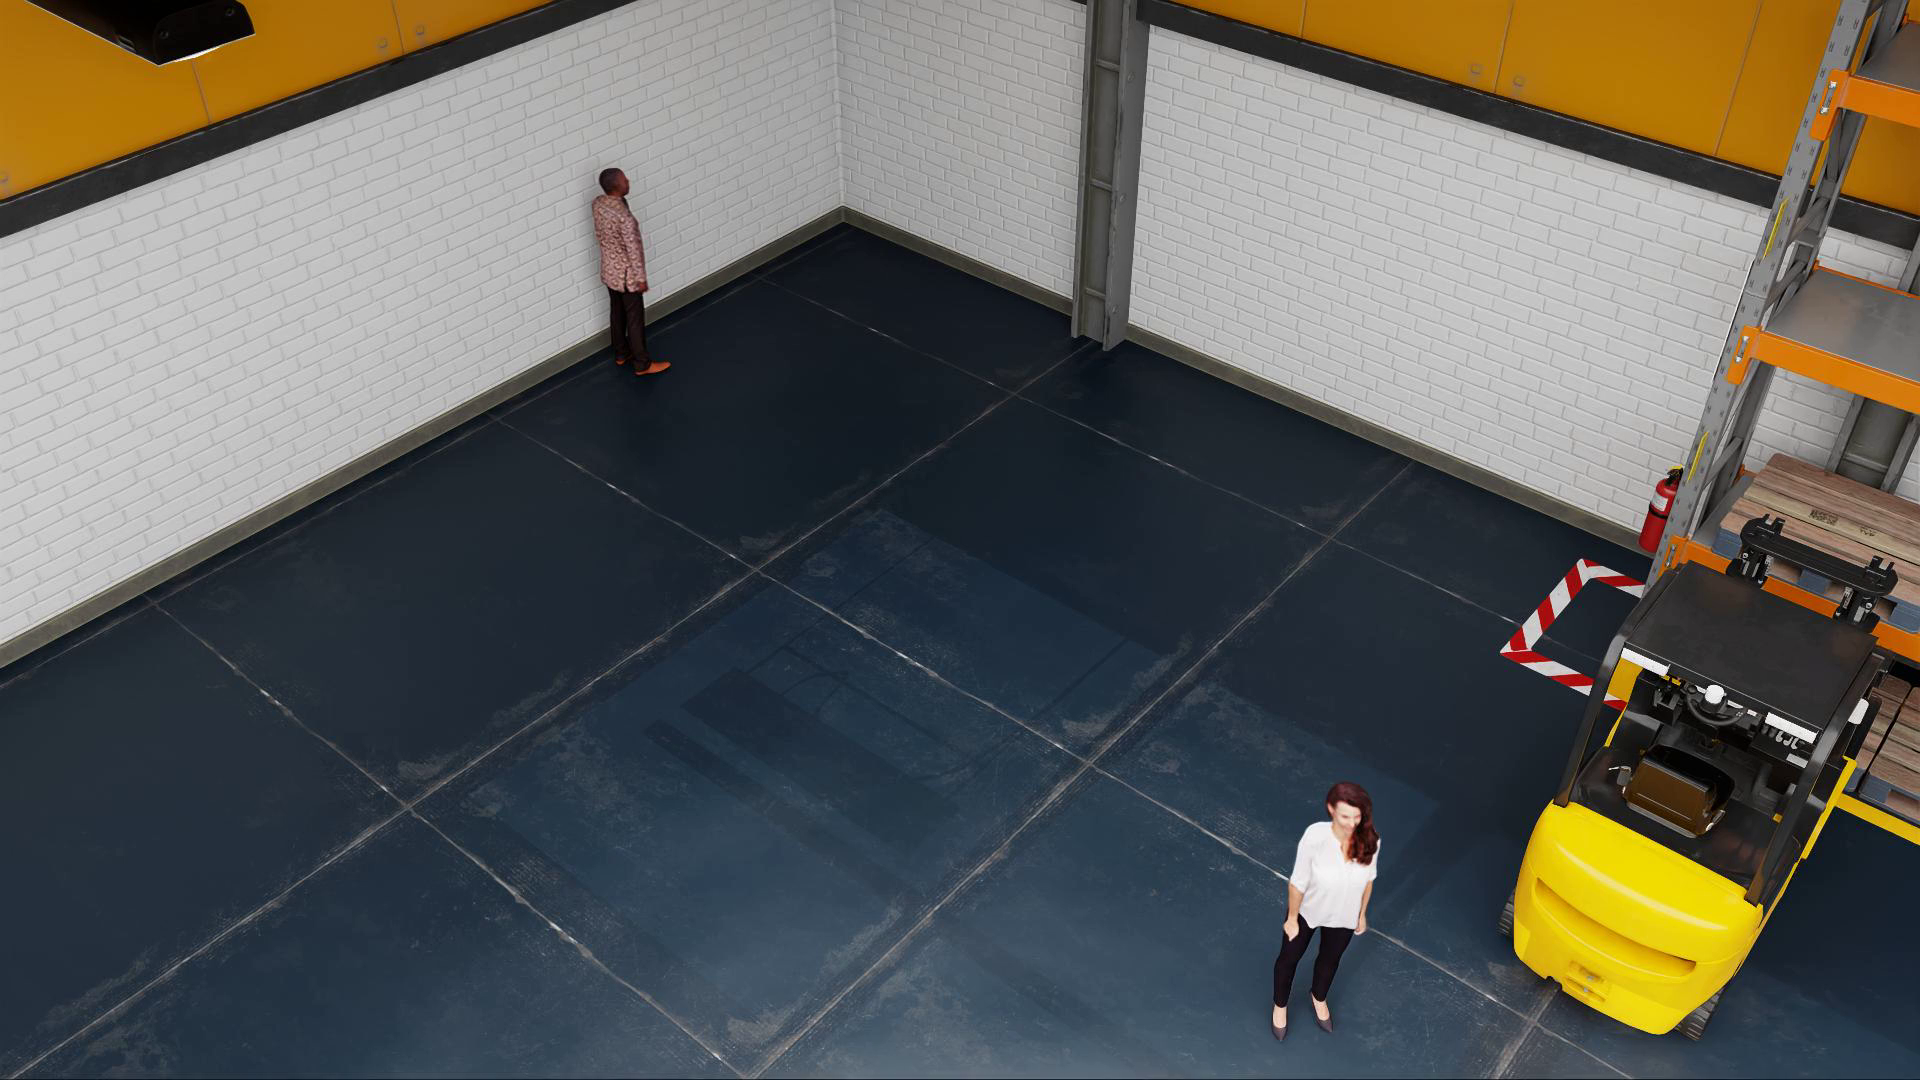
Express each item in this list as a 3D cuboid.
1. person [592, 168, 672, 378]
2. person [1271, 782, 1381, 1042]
[{"bbox_3d":[-2.768,-2.200,13.629,0.774,1.808,0.583,-29,47,-31],"label":"person"},{"bbox_3d":[1.855,1.897,8.506,0.681,1.798,0.728,-5,39,-7],"label":"person"}]
